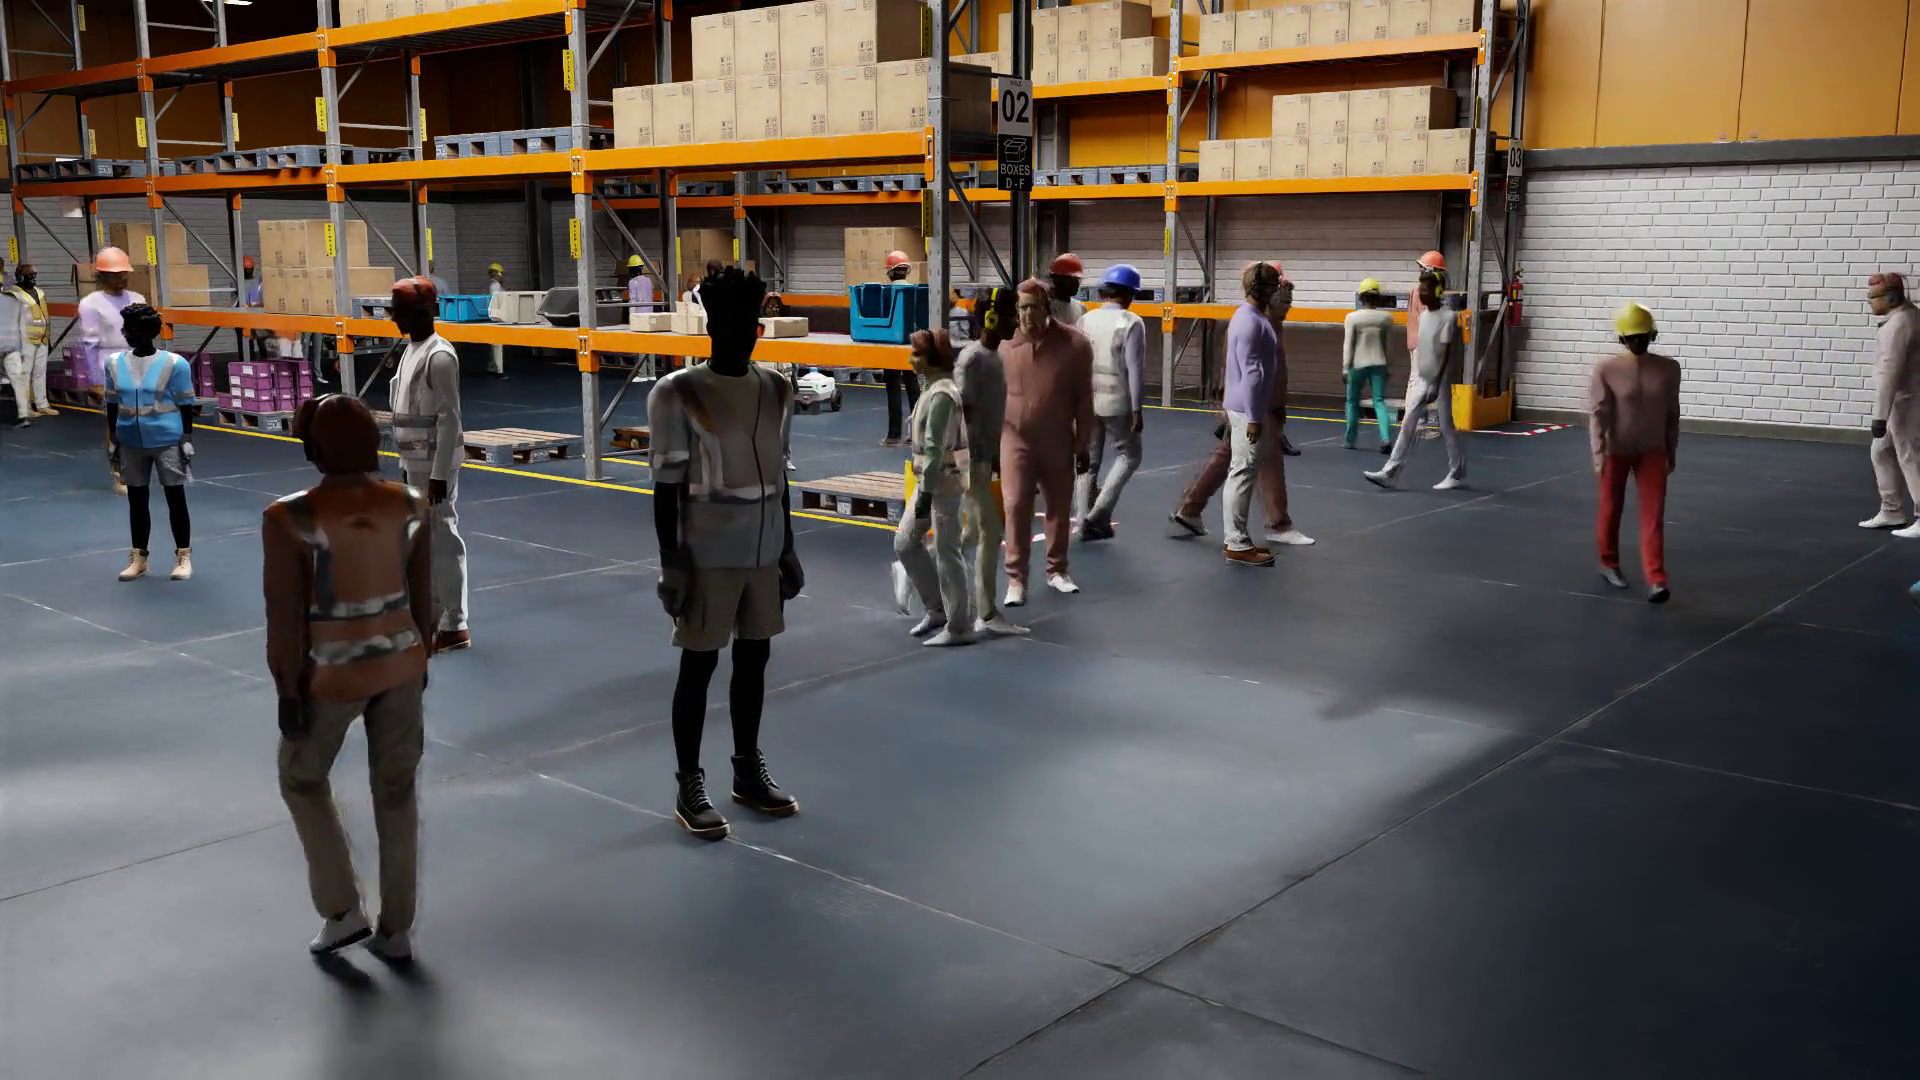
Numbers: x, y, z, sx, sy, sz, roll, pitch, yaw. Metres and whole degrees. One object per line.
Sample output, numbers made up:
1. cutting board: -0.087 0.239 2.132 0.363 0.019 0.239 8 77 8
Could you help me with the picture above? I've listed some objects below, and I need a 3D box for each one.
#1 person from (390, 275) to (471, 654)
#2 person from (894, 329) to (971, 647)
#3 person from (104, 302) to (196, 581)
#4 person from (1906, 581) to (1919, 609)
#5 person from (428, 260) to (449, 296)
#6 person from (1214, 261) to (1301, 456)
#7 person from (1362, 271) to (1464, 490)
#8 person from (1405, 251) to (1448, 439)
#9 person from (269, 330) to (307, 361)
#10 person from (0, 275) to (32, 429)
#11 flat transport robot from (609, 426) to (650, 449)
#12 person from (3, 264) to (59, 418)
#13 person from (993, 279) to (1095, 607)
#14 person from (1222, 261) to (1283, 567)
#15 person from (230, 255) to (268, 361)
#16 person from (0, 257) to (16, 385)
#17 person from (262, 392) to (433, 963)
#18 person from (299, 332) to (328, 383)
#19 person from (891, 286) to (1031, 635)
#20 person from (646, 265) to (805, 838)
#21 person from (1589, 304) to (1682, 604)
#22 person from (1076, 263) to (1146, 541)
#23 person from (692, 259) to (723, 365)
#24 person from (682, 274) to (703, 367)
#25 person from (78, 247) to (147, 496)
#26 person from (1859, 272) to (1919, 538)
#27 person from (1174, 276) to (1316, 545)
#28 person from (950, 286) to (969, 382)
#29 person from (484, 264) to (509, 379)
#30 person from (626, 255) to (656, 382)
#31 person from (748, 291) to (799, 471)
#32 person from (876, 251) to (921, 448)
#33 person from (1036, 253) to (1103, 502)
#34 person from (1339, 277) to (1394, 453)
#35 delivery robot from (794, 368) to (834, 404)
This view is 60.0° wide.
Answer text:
1. person: -2.678 -0.375 8.358 0.356 1.886 0.574 -7 12 -34
2. person: -0.132 -0.250 8.414 0.432 1.623 0.518 -2 10 -12
3. person: -4.924 -0.593 10.131 0.533 1.698 0.322 0 10 -2
4. person: 5.551 -0.392 8.697 0.925 1.809 0.580 9 13 41
5. person: -7.415 -2.960 23.072 0.658 1.875 1.024 -4 11 -20
6. person: 2.948 -1.796 16.414 0.915 1.905 0.556 9 14 43
7. person: 3.845 -1.296 13.789 0.946 1.828 0.516 -4 11 -23
8. person: 4.969 -2.079 17.765 0.391 1.988 0.611 1 10 5
9. person: -8.741 -2.623 21.679 0.365 1.686 0.541 5 11 28
10. person: -10.824 -2.146 18.763 0.989 1.771 0.616 9 13 40
11. flat transport robot: -2.777 -1.001 16.513 1.431 0.197 0.652 8 13 40
12. person: -11.138 -2.383 19.946 0.428 1.837 0.622 1 10 7
13. person: 0.452 -0.565 9.587 0.649 1.851 0.700 1 10 3
14. person: 1.866 -0.809 10.678 0.354 1.937 0.635 1 10 7
15. person: -10.690 -3.324 25.068 0.547 1.912 0.683 -3 10 -18
16. person: -14.267 -3.264 24.747 0.402 1.911 0.639 -1 10 -7
17. person: -1.708 0.397 4.696 0.413 1.620 0.533 9 14 43
18. person: -9.662 -3.135 24.789 0.285 1.632 0.499 8 13 38
19. person: -0.005 -0.419 8.786 0.760 1.841 0.517 3 11 19
20. person: -0.796 0.036 5.793 0.366 1.962 0.614 9 14 43
21. person: 3.895 -0.507 9.615 0.539 1.701 0.934 1 10 5
22. person: 1.030 -0.929 11.416 0.682 1.914 0.479 9 14 43
23. person: -2.902 -2.376 19.727 0.642 1.899 0.558 -6 12 -30
24. person: -4.103 -3.311 25.818 0.280 1.624 0.498 8 13 38
25. person: -6.812 -1.359 13.557 0.425 2.025 0.641 4 11 23
26. person: 6.602 -0.932 11.639 0.690 1.849 0.673 8 13 38
27. person: 1.955 -0.896 11.454 0.961 1.849 0.765 2 10 12
28. person: -0.138 -2.071 18.761 0.505 1.622 0.297 4 11 19
29. person: -7.188 -3.381 25.804 0.405 1.780 0.661 -4 11 -19
30. person: -4.860 -3.352 25.229 0.401 1.919 0.588 4 11 21
31. person: -1.704 -1.428 15.075 0.520 1.634 0.312 -6 12 -31
32. person: -0.618 -1.936 16.936 0.623 1.992 0.396 -8 13 -37
33. person: 0.797 -1.302 13.391 0.613 1.982 1.107 -5 11 -28
34. person: 4.053 -1.724 16.495 0.540 1.764 0.667 -2 10 -9
35. delivery robot: -1.792 -1.874 20.411 0.477 0.478 0.707 2 10 13
